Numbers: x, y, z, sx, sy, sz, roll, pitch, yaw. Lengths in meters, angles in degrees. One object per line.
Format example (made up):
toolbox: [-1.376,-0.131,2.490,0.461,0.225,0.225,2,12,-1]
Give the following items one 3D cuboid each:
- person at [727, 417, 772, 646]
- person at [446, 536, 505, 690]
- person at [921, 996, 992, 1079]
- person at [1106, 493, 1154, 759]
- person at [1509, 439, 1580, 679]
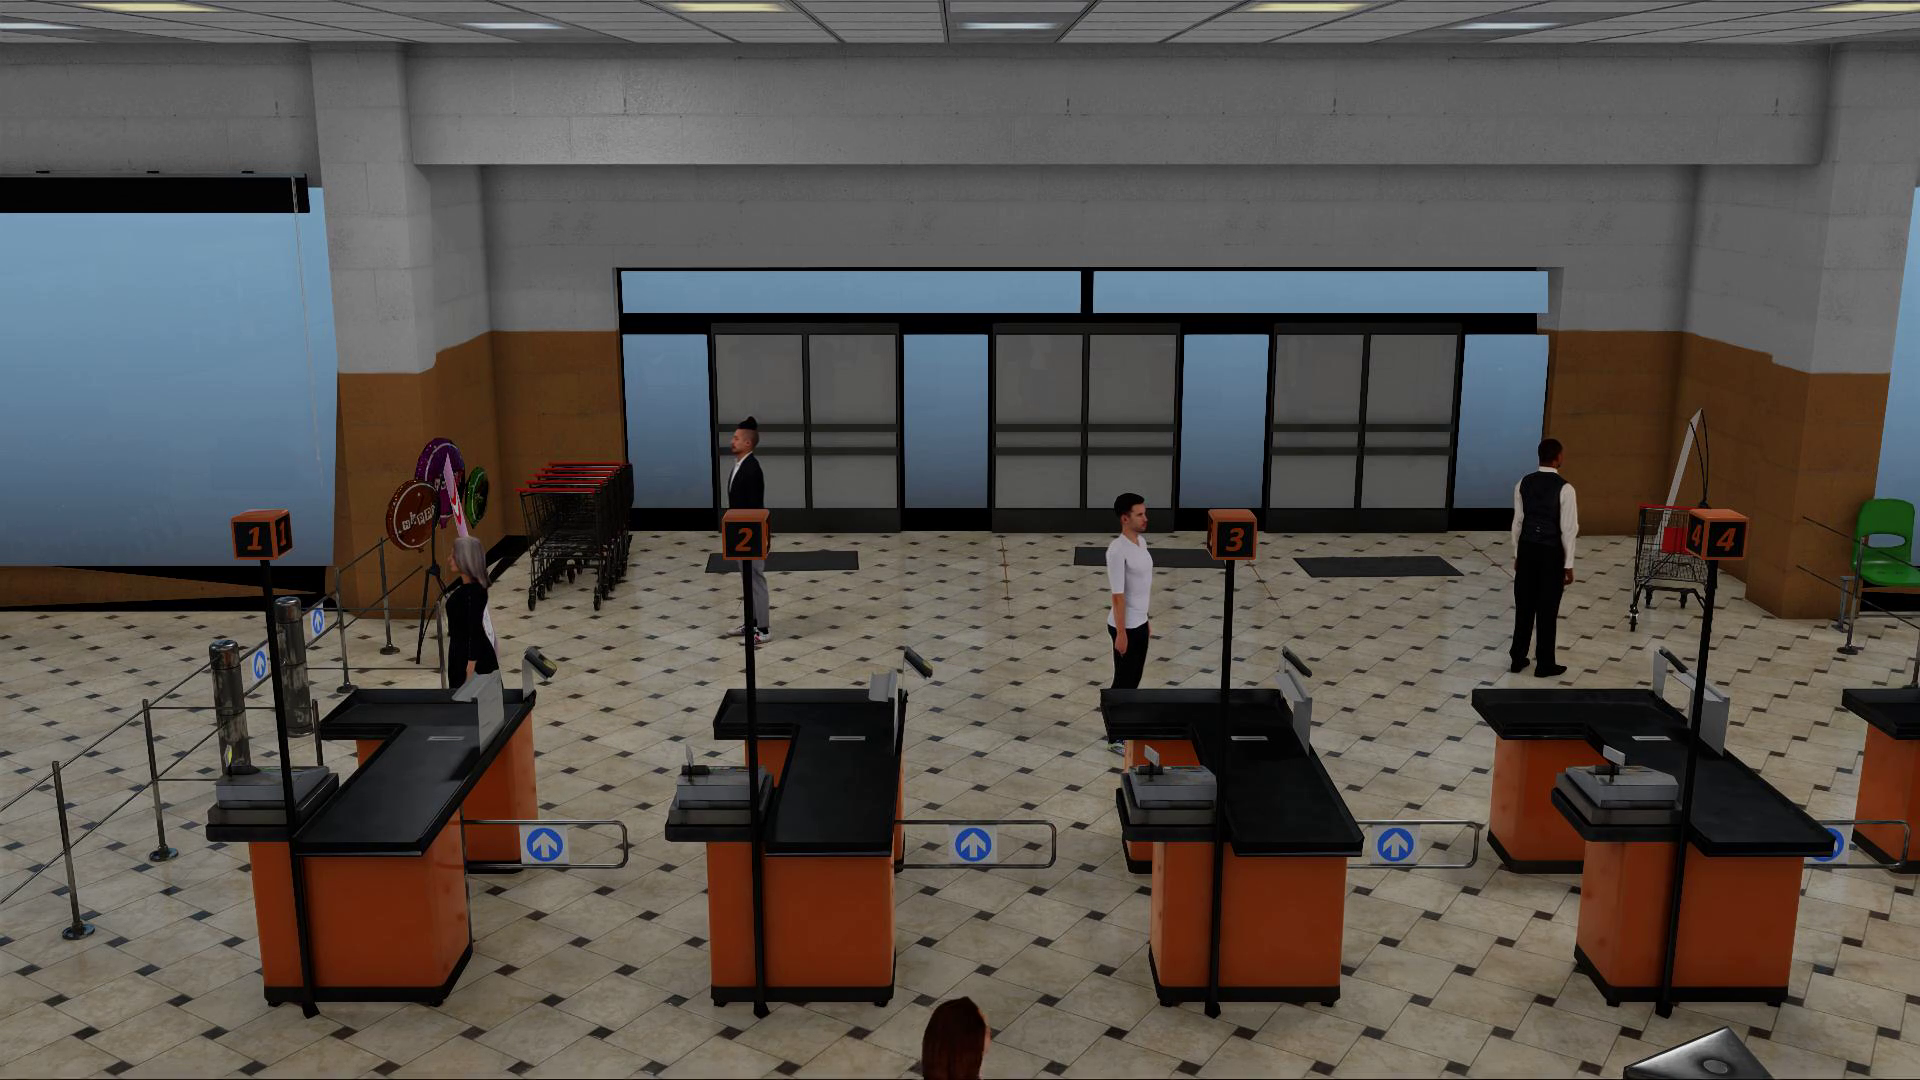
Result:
person: [-1.783,-0.087,14.168,0.841,1.948,0.684,-5,15,-21]
person: [-3.181,0.820,10.857,0.739,1.747,0.627,-6,15,-22]
person: [-0.057,2.255,5.565,0.804,1.451,0.996,-4,14,-16]
person: [1.182,0.575,11.641,0.817,1.852,0.672,7,15,26]
person: [4.656,0.134,13.317,0.828,1.919,0.763,-13,19,-42]
